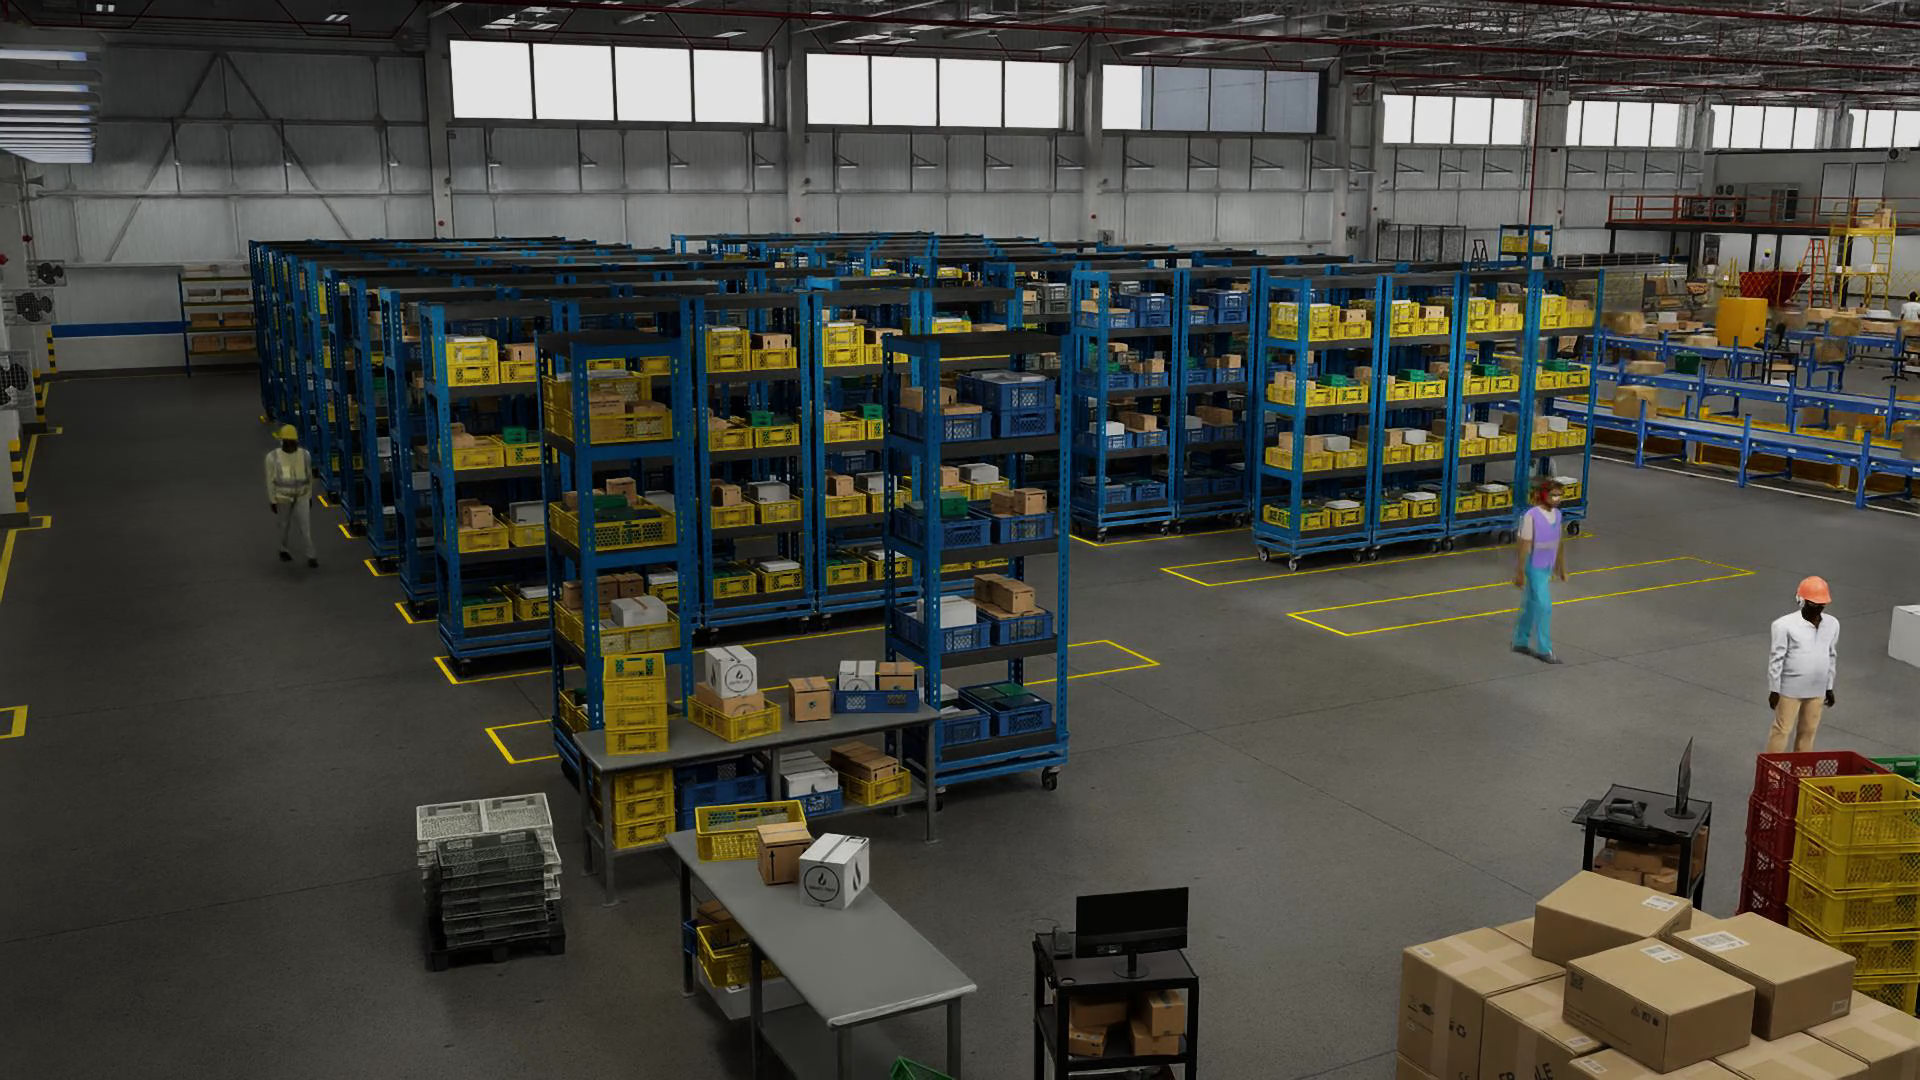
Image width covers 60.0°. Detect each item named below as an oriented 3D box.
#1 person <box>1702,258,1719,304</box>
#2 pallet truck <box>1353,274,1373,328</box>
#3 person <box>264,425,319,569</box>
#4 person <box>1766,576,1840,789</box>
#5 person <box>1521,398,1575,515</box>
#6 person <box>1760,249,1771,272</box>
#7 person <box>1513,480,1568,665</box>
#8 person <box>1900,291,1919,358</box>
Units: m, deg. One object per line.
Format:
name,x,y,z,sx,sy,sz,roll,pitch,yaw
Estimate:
person,29.855,-10.309,66.204,0.593,1.838,0.976,7,14,31
pallet truck,13.011,-8.050,55.243,0.823,1.965,1.885,-7,14,-28
person,-8.342,-0.559,20.724,0.597,1.790,0.942,-9,15,-37
person,6.527,1.132,12.866,0.574,1.749,0.333,-2,12,-10
person,8.308,-1.238,23.718,0.675,1.851,0.999,-7,14,-30
person,35.172,-11.742,72.684,0.383,1.923,0.589,5,13,23
person,5.860,0.313,16.536,0.591,1.817,0.773,-10,16,-40
person,25.592,-5.748,44.801,0.518,1.862,0.328,8,15,35
